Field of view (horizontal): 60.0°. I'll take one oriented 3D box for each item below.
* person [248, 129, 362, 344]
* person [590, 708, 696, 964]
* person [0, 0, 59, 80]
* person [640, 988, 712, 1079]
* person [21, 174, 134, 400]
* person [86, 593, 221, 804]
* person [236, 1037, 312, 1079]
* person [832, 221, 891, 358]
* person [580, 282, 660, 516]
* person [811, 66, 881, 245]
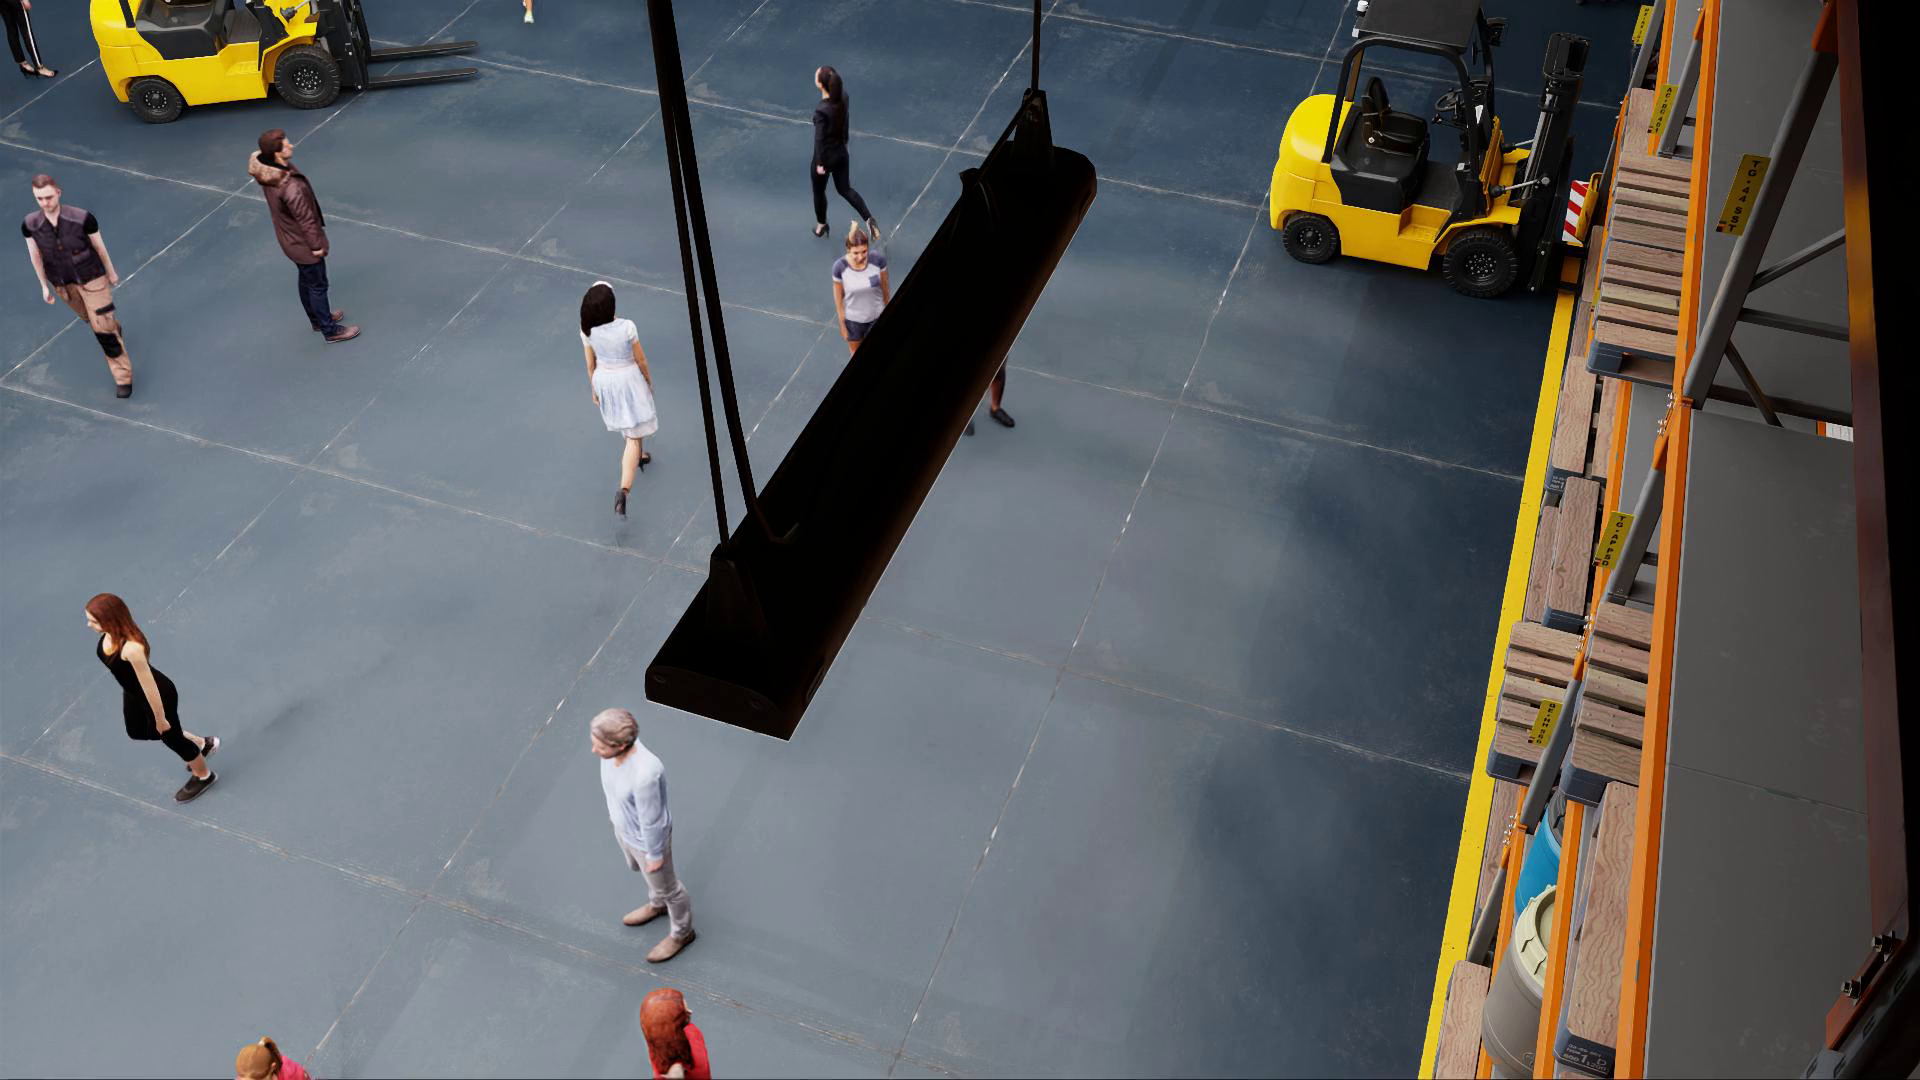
[{"bbox_3d":[-5.230,-2.413,13.182,0.873,1.847,0.864,-28,50,-26],"label":"person"},{"bbox_3d":[-1.707,1.553,8.990,0.764,1.888,0.752,-29,51,-27],"label":"person"},{"bbox_3d":[-9.388,-5.350,16.368,0.614,1.705,0.509,13,45,14],"label":"person"},{"bbox_3d":[-1.314,2.659,7.873,0.734,1.827,0.660,-15,46,-16],"label":"person"},{"bbox_3d":[-6.780,-2.060,12.845,1.041,1.801,1.275,-5,44,-6],"label":"person"},{"bbox_3d":[-4.697,0.876,9.823,0.717,1.718,0.775,34,53,30],"label":"person"},{"bbox_3d":[-3.268,2.778,8.125,0.664,1.306,0.723,-12,45,-12],"label":"person"},{"bbox_3d":[-0.737,-1.747,12.655,0.702,1.610,0.734,-7,44,-8],"label":"person"},{"bbox_3d":[-2.388,-0.974,11.717,0.844,1.784,1.218,3,44,4],"label":"person"},{"bbox_3d":[-1.028,-3.215,14.137,0.831,1.691,1.005,26,50,25],"label":"person"}]
